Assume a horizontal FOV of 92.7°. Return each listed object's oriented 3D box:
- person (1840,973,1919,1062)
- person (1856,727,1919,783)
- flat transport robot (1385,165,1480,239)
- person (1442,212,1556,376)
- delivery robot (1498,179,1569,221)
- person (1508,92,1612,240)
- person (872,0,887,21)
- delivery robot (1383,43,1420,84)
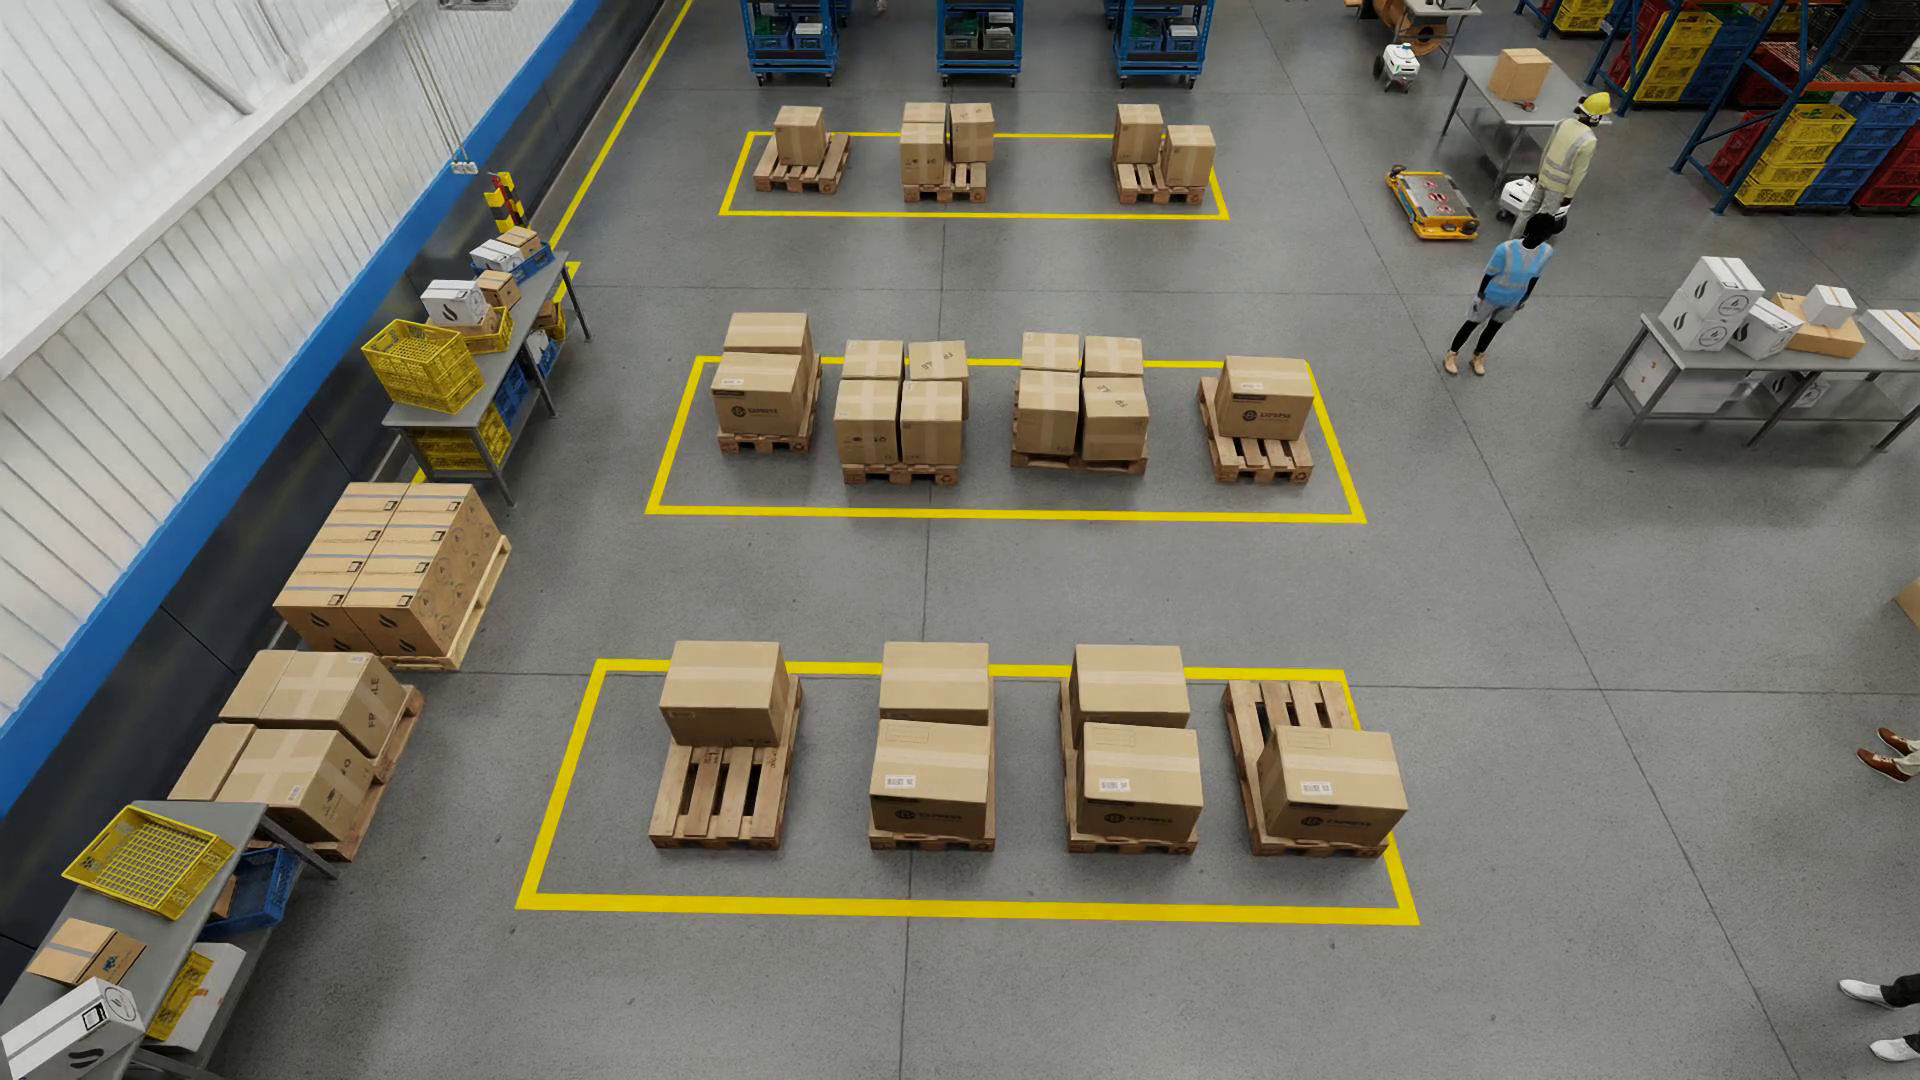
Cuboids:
[{"bbox_3d":[5.344,2.181,4.548,0.392,1.916,0.587,6,49,5],"label":"person"},{"bbox_3d":[6.452,0.920,5.669,0.511,1.872,0.328,-24,53,-20],"label":"person"},{"bbox_3d":[5.692,-4.094,11.059,0.652,0.197,1.431,1,49,1],"label":"flat transport robot"},{"bbox_3d":[5.054,-2.280,8.555,0.535,1.694,0.319,1,49,1],"label":"person"},{"bbox_3d":[6.677,-3.936,10.676,0.477,0.478,0.707,-19,52,-16],"label":"delivery robot"},{"bbox_3d":[6.411,-3.855,9.826,0.404,1.833,0.590,-8,50,-7],"label":"person"},{"bbox_3d":[-1.380,-9.296,14.446,0.655,1.965,0.632,35,57,26],"label":"person"},{"bbox_3d":[6.380,-6.917,13.256,0.477,0.478,0.707,3,49,2],"label":"delivery robot"}]
